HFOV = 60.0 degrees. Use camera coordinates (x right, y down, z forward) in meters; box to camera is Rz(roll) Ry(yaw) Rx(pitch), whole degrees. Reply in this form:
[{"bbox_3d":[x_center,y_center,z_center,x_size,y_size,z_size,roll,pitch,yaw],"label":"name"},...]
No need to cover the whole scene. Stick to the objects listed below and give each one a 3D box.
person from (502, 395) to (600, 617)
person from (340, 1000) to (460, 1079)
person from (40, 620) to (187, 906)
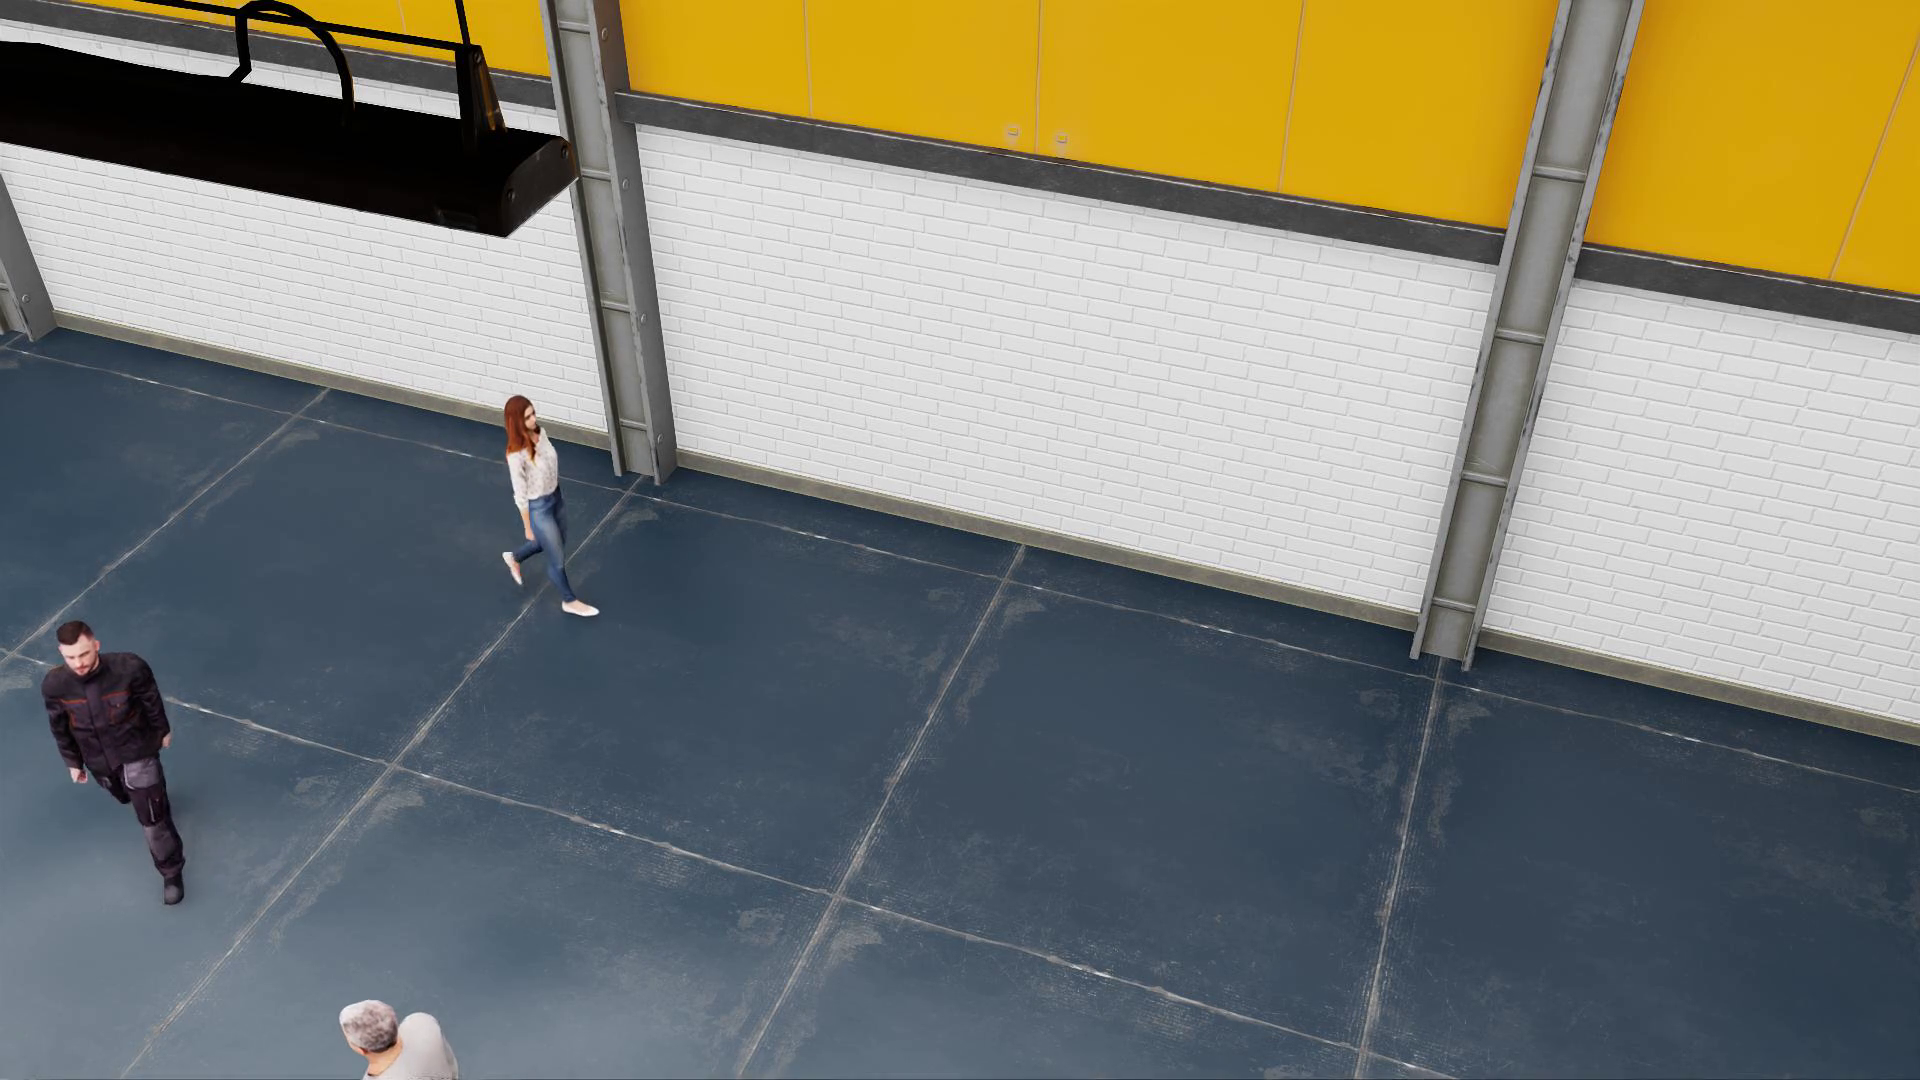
[{"bbox_3d":[-2.826,-0.227,10.983,0.952,1.713,0.566,13,40,16],"label":"person"},{"bbox_3d":[-2.253,2.632,7.252,0.731,1.901,0.803,6,39,8],"label":"person"},{"bbox_3d":[-4.665,1.102,9.233,1.245,1.820,1.203,-9,40,-11],"label":"person"}]
